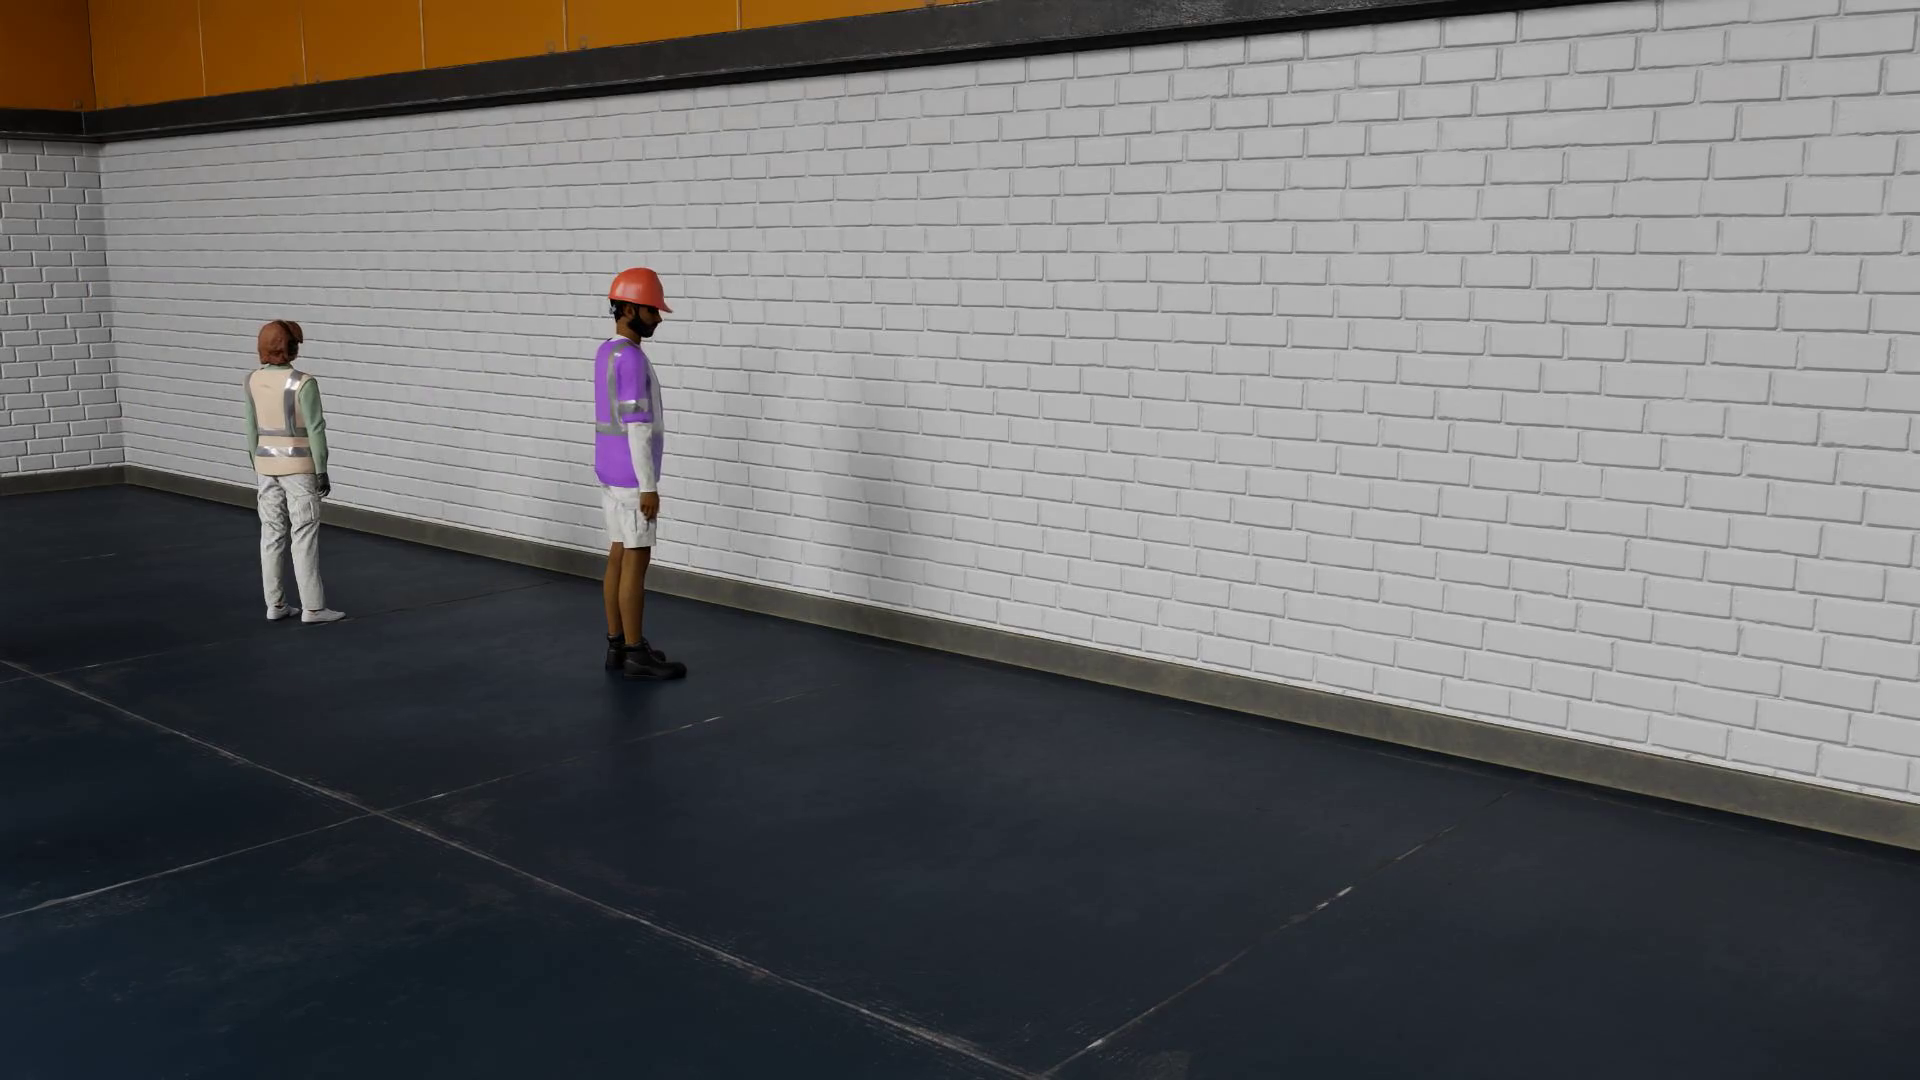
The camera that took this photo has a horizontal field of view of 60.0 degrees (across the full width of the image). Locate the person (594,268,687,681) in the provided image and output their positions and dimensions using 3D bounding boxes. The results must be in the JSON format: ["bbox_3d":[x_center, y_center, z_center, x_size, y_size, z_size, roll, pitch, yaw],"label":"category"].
[{"bbox_3d":[-1.522,-0.305,7.835,0.374,1.930,0.542,-5,11,-26],"label":"person"}]

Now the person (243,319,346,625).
[{"bbox_3d":[-3.609,-0.358,8.950,0.517,1.645,0.308,4,11,22],"label":"person"}]
